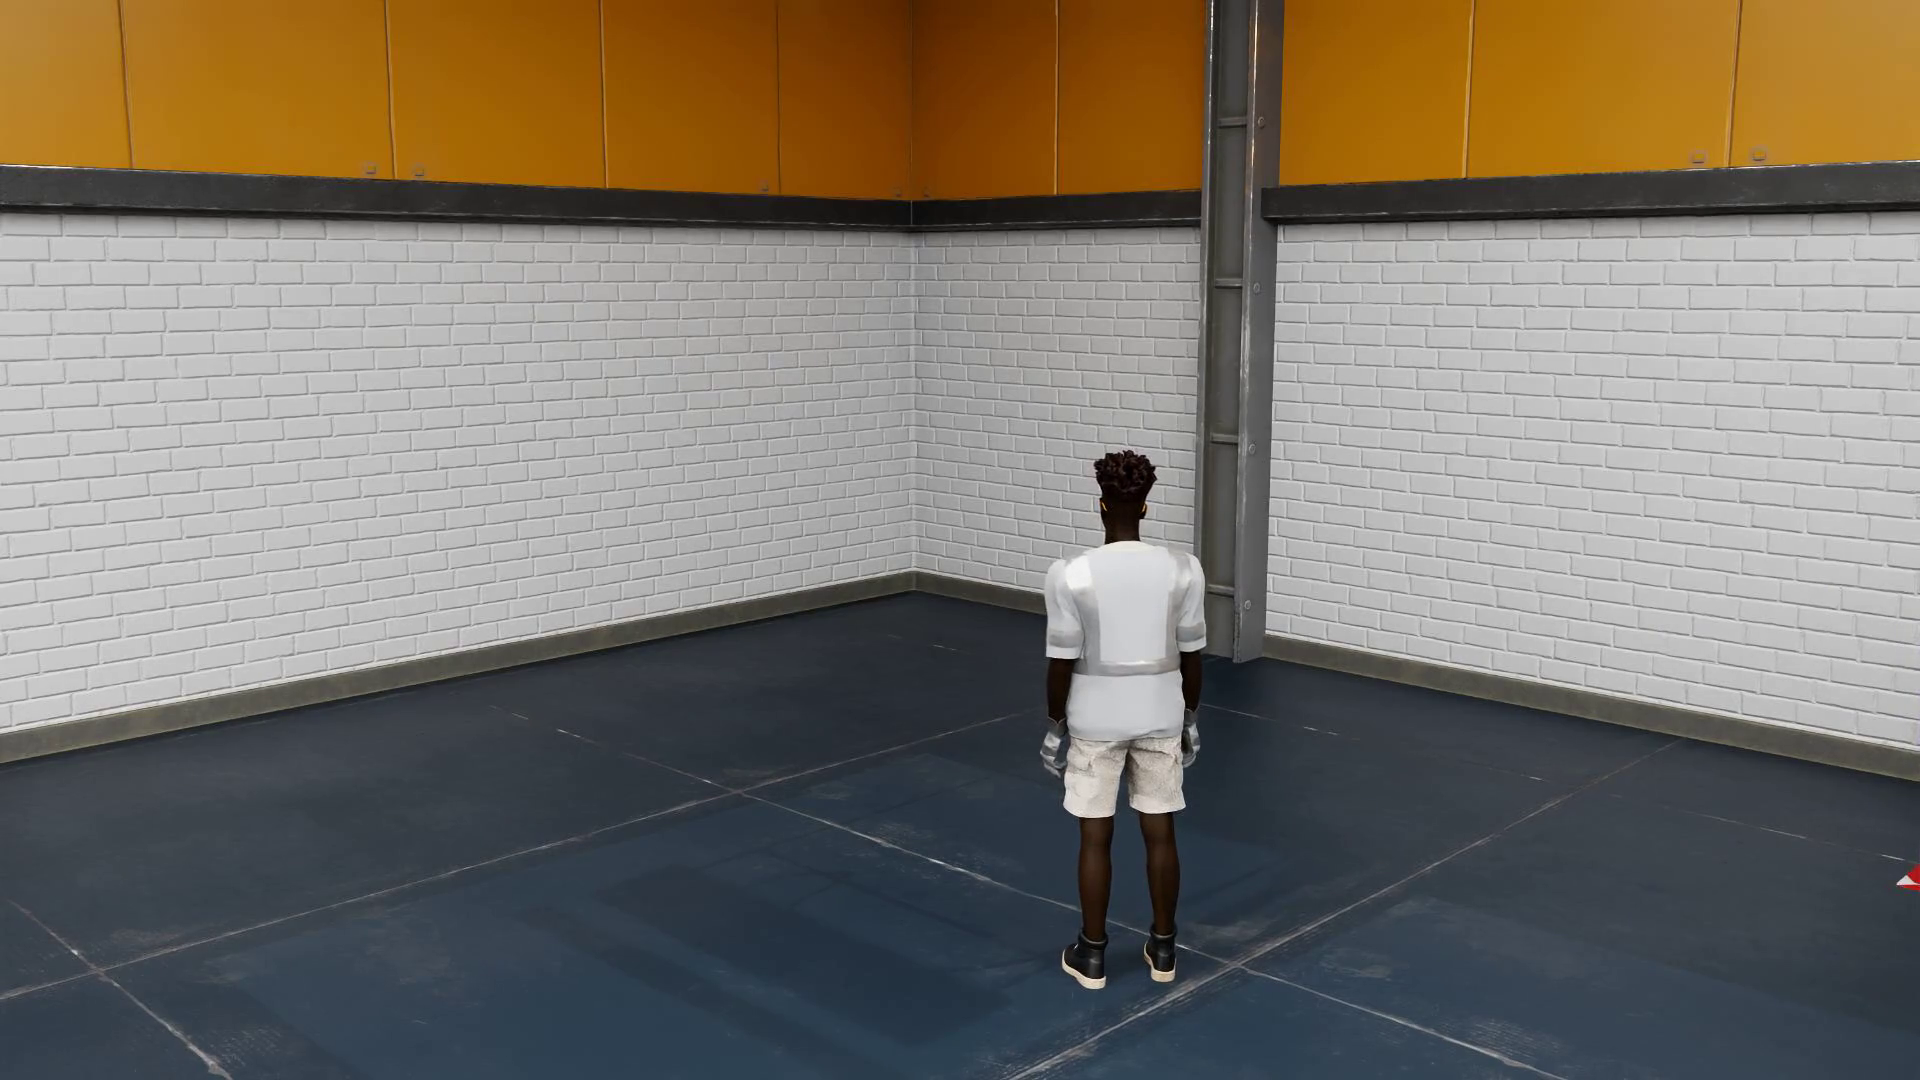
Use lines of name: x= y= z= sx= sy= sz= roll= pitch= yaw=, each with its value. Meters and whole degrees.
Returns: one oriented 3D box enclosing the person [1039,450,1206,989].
person: x=0.589 y=0.653 z=6.036 sx=0.602 sy=1.967 sz=0.366 roll=-1 pitch=9 yaw=-9
